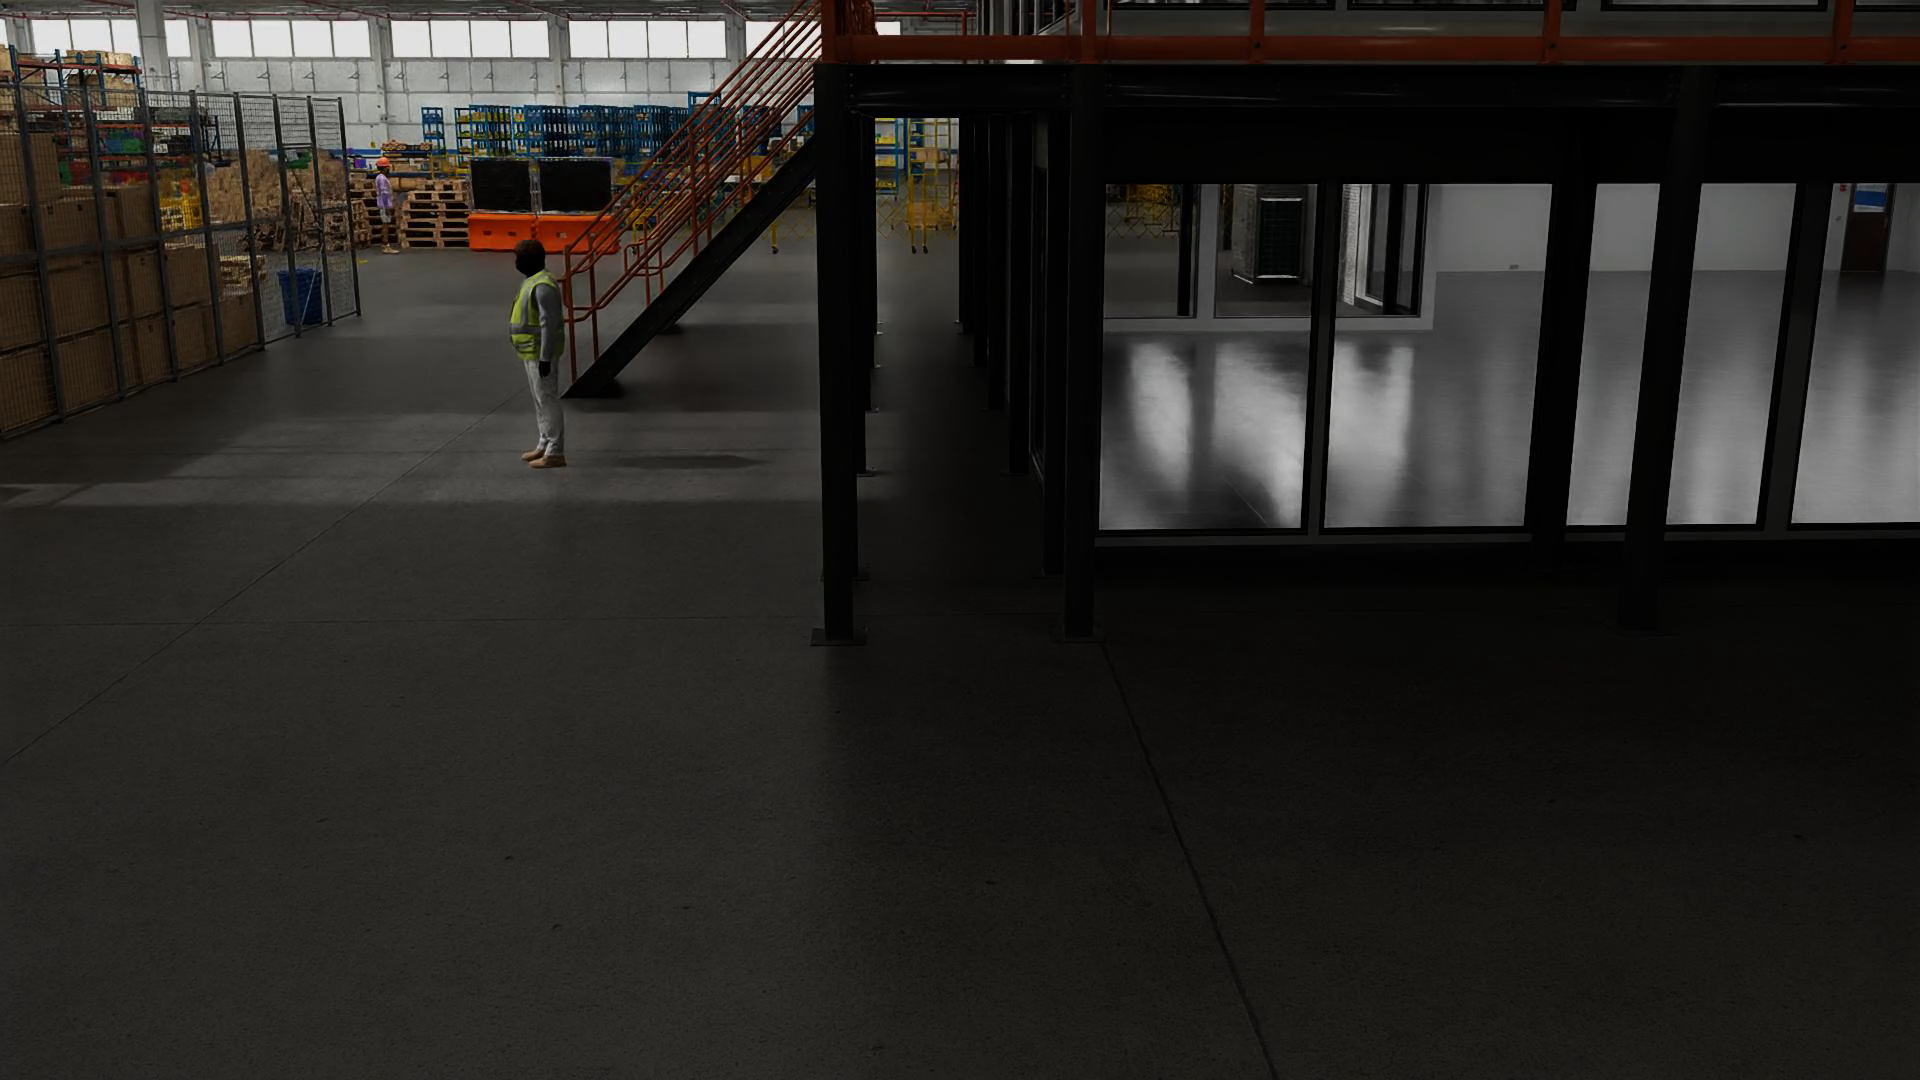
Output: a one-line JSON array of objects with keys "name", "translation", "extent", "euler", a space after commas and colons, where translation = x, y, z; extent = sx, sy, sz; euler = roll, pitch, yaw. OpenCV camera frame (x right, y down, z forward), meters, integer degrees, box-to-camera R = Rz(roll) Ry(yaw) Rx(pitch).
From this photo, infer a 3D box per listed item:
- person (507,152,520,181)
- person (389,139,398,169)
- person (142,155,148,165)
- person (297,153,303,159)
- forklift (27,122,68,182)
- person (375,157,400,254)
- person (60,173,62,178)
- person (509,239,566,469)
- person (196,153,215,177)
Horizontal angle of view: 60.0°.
[{"name": "person", "translation": [-15.813, -12.821, 58.845], "extent": [0.544, 1.751, 0.485], "euler": [6, 15, 22]}, {"name": "person", "translation": [-27.954, -18.776, 82.173], "extent": [0.622, 1.992, 0.396], "euler": [13, 19, 41]}, {"name": "person", "translation": [-35.040, -16.194, 71.968], "extent": [0.636, 1.938, 0.355], "euler": [-8, 16, -28]}, {"name": "person", "translation": [-25.023, -13.866, 63.222], "extent": [0.539, 1.666, 0.785], "euler": [-5, 15, -18]}, {"name": "forklift", "translation": [-35.376, -14.773, 64.377], "extent": [1.129, 2.768, 1.873], "euler": [-1, 14, -2]}, {"name": "person", "translation": [-12.268, -7.138, 35.562], "extent": [0.370, 2.044, 0.608], "euler": [-6, 15, -23]}, {"name": "person", "translation": [-17.733, -6.363, 32.849], "extent": [0.327, 1.862, 0.500], "euler": [-13, 19, -42]}, {"name": "person", "translation": [-3.412, -1.501, 13.445], "extent": [0.429, 1.838, 0.634], "euler": [-6, 15, -22]}, {"name": "person", "translation": [-24.632, -11.756, 54.520], "extent": [0.623, 1.790, 0.870], "euler": [-1, 14, -5]}]
